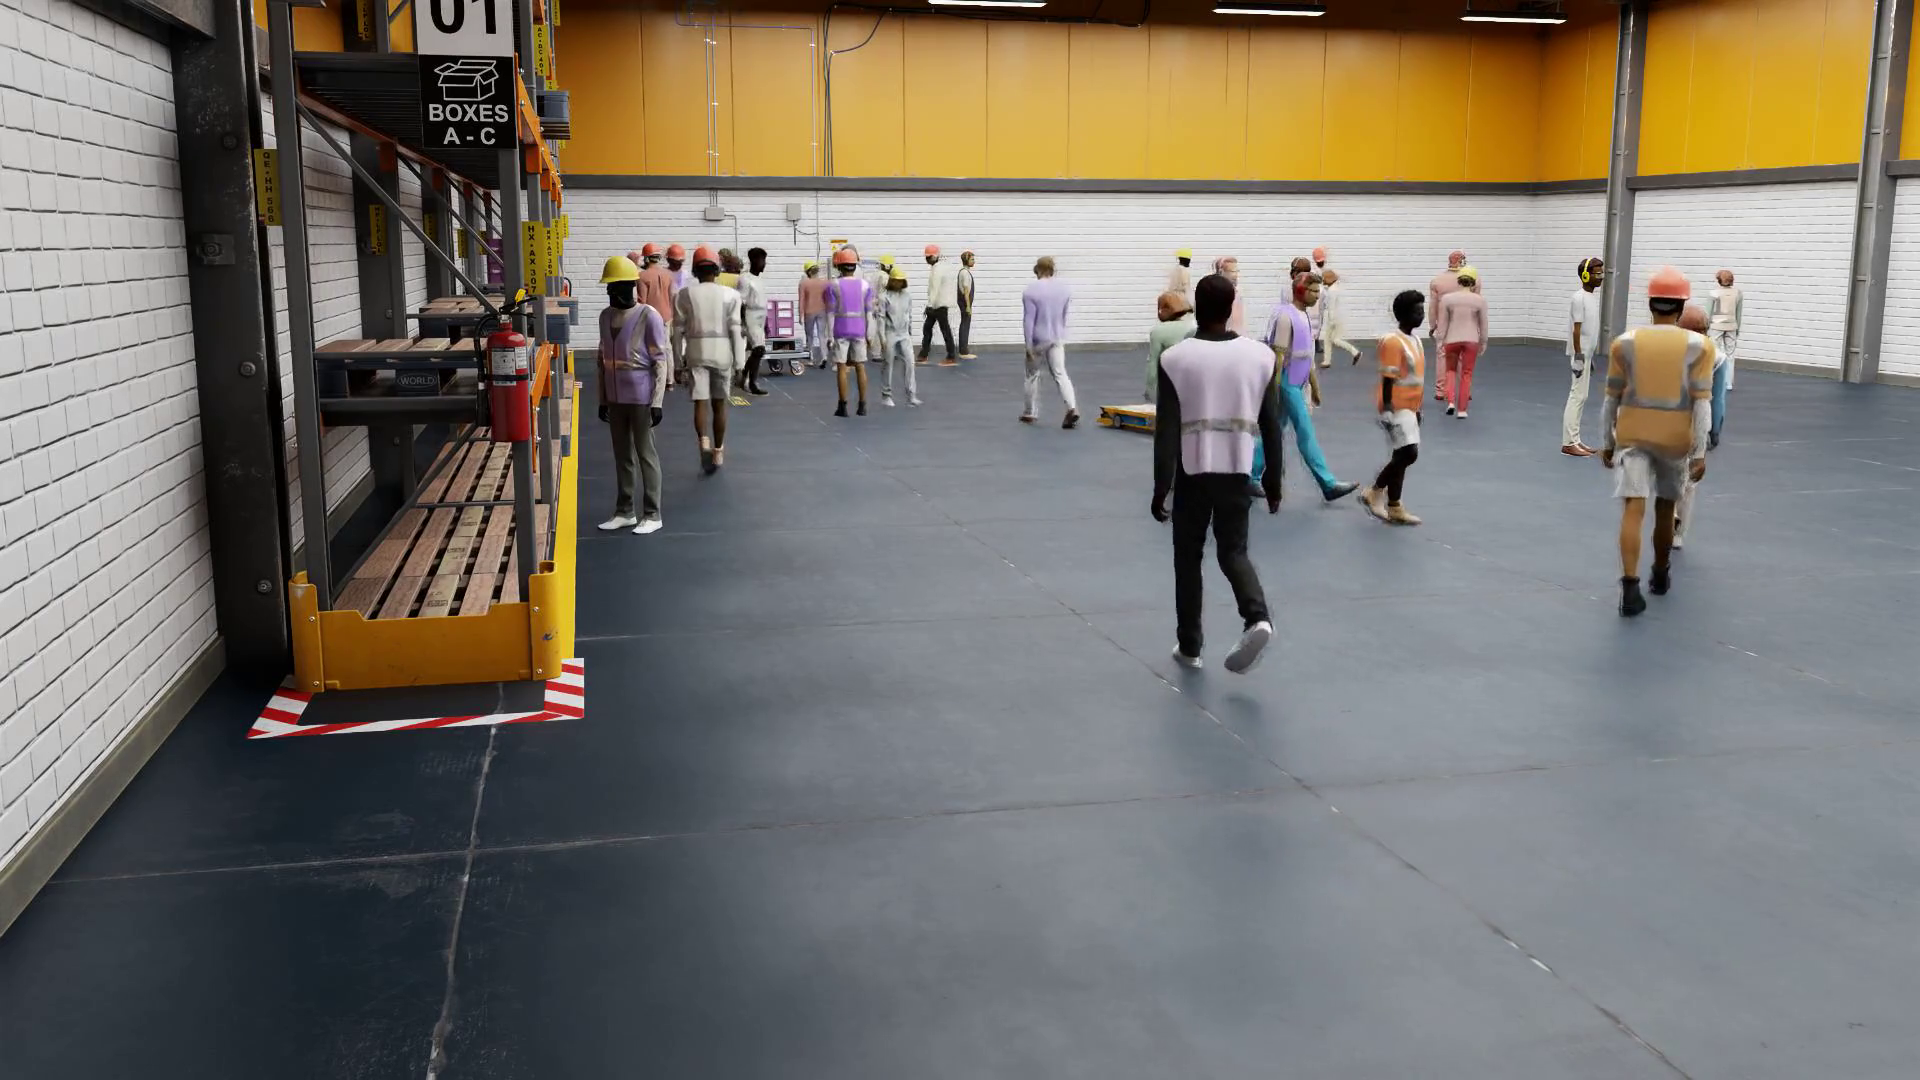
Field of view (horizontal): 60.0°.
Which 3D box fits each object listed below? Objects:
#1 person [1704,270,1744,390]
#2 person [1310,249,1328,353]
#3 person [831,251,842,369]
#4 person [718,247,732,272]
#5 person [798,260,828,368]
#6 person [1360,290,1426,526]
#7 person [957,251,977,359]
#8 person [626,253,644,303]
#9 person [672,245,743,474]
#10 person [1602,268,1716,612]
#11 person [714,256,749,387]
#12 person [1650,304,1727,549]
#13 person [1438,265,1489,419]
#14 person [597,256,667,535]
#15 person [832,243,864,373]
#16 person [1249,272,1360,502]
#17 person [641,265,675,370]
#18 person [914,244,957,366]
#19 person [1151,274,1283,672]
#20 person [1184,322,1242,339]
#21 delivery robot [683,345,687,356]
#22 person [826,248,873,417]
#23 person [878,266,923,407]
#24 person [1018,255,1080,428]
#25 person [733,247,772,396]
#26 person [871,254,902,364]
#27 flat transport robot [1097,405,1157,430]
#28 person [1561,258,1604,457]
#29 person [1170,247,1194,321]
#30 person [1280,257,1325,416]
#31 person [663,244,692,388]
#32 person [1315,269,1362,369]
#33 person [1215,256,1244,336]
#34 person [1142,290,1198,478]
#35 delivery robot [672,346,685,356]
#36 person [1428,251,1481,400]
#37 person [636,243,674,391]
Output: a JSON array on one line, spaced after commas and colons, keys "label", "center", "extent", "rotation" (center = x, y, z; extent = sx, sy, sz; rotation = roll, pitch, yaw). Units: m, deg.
[{"label": "person", "center": [10.348, -2.839, 22.570], "extent": [0.517, 1.634, 0.313], "rotation": [0, 10, 0]}, {"label": "person", "center": [6.440, -4.298, 29.986], "extent": [0.399, 1.885, 0.601], "rotation": [7, 12, 33]}, {"label": "person", "center": [-1.888, -3.627, 26.317], "extent": [0.640, 1.862, 0.621], "rotation": [-4, 11, -20]}, {"label": "person", "center": [-3.753, -3.893, 27.623], "extent": [0.530, 1.919, 0.668], "rotation": [-3, 11, -15]}, {"label": "person", "center": [-2.316, -3.605, 26.574], "extent": [0.532, 1.722, 0.875], "rotation": [-4, 11, -20]}, {"label": "person", "center": [3.156, -0.932, 11.833], "extent": [0.361, 1.683, 0.552], "rotation": [6, 12, 32]}, {"label": "person", "center": [0.118, -4.016, 28.501], "extent": [0.331, 1.844, 0.520], "rotation": [-1, 10, -5]}, {"label": "person", "center": [-4.850, -3.342, 24.759], "extent": [0.663, 1.849, 1.022], "rotation": [-5, 12, -27]}, {"label": "person", "center": [-2.208, -1.576, 14.589], "extent": [0.614, 2.006, 0.955], "rotation": [-2, 10, -12]}, {"label": "person", "center": [3.868, -0.565, 9.273], "extent": [0.563, 1.886, 0.986], "rotation": [5, 11, 27]}, {"label": "person", "center": [-3.212, -3.019, 23.096], "extent": [0.669, 1.812, 0.446], "rotation": [0, 10, -1]}, {"label": "person", "center": [4.706, -0.720, 10.839], "extent": [0.527, 1.621, 0.506], "rotation": [2, 11, 13]}, {"label": "person", "center": [5.772, -2.265, 19.059], "extent": [0.543, 1.748, 0.461], "rotation": [5, 11, 24]}, {"label": "person", "center": [-2.303, -0.997, 11.543], "extent": [0.594, 1.924, 0.384], "rotation": [7, 12, 34]}, {"label": "person", "center": [-1.711, -3.588, 25.588], "extent": [0.540, 2.000, 0.715], "rotation": [-1, 10, -3]}, {"label": "person", "center": [2.659, -1.188, 12.991], "extent": [0.997, 1.783, 0.584], "rotation": [5, 11, 25]}, {"label": "person", "center": [-4.688, -3.319, 25.134], "extent": [0.799, 1.663, 0.559], "rotation": [0, 10, 2]}, {"label": "person", "center": [-0.461, -3.785, 26.908], "extent": [0.894, 1.949, 0.635], "rotation": [-1, 10, -7]}, {"label": "person", "center": [1.225, -0.290, 7.749], "extent": [0.645, 1.886, 0.746], "rotation": [-2, 10, -11]}, {"label": "person", "center": [2.131, -1.254, 13.928], "extent": [0.522, 1.585, 0.869], "rotation": [5, 11, 24]}, {"label": "delivery robot", "center": [-4.045, -2.942, 25.866], "extent": [0.477, 0.478, 0.707], "rotation": [6, 12, 30]}, {"label": "person", "center": [-1.288, -2.398, 19.281], "extent": [0.551, 1.936, 0.366], "rotation": [-3, 11, -18]}, {"label": "person", "center": [-0.733, -2.454, 20.202], "extent": [0.517, 1.710, 0.796], "rotation": [-6, 12, -29]}, {"label": "person", "center": [0.975, -2.165, 18.172], "extent": [0.619, 1.895, 1.037], "rotation": [-5, 11, -27]}, {"label": "person", "center": [-2.656, -2.830, 21.639], "extent": [0.409, 1.948, 0.603], "rotation": [3, 11, 15]}, {"label": "person", "center": [-1.163, -3.804, 27.439], "extent": [0.733, 1.801, 0.603], "rotation": [-3, 11, -17]}, {"label": "flat transport robot", "center": [2.129, -1.302, 17.823], "extent": [0.652, 0.197, 1.431], "rotation": [-5, 12, -28]}, {"label": "person", "center": [5.922, -1.727, 15.763], "extent": [0.319, 1.866, 0.532], "rotation": [6, 12, 31]}, {"label": "person", "center": [3.901, -4.220, 29.452], "extent": [0.466, 1.908, 0.592], "rotation": [-2, 10, -12]}, {"label": "person", "center": [3.907, -2.340, 19.221], "extent": [0.625, 1.846, 0.429], "rotation": [-7, 12, -34]}, {"label": "person", "center": [-3.943, -3.114, 23.151], "extent": [1.069, 1.966, 0.701], "rotation": [8, 13, 38]}, {"label": "person", "center": [5.988, -3.481, 26.245], "extent": [0.655, 1.602, 0.508], "rotation": [1, 10, 6]}, {"label": "person", "center": [2.464, -1.790, 16.063], "extent": [0.636, 1.892, 0.653], "rotation": [9, 13, 40]}, {"label": "person", "center": [1.835, -1.309, 14.148], "extent": [0.504, 1.616, 0.410], "rotation": [-6, 12, -29]}, {"label": "delivery robot", "center": [-4.559, -2.848, 25.345], "extent": [0.707, 0.478, 0.477], "rotation": [-10, 14, -44]}, {"label": "person", "center": [6.292, -2.721, 21.176], "extent": [0.643, 1.902, 0.400], "rotation": [4, 11, 22]}, {"label": "person", "center": [-4.106, -2.977, 22.326], "extent": [0.391, 1.995, 0.613], "rotation": [8, 13, 39]}]
